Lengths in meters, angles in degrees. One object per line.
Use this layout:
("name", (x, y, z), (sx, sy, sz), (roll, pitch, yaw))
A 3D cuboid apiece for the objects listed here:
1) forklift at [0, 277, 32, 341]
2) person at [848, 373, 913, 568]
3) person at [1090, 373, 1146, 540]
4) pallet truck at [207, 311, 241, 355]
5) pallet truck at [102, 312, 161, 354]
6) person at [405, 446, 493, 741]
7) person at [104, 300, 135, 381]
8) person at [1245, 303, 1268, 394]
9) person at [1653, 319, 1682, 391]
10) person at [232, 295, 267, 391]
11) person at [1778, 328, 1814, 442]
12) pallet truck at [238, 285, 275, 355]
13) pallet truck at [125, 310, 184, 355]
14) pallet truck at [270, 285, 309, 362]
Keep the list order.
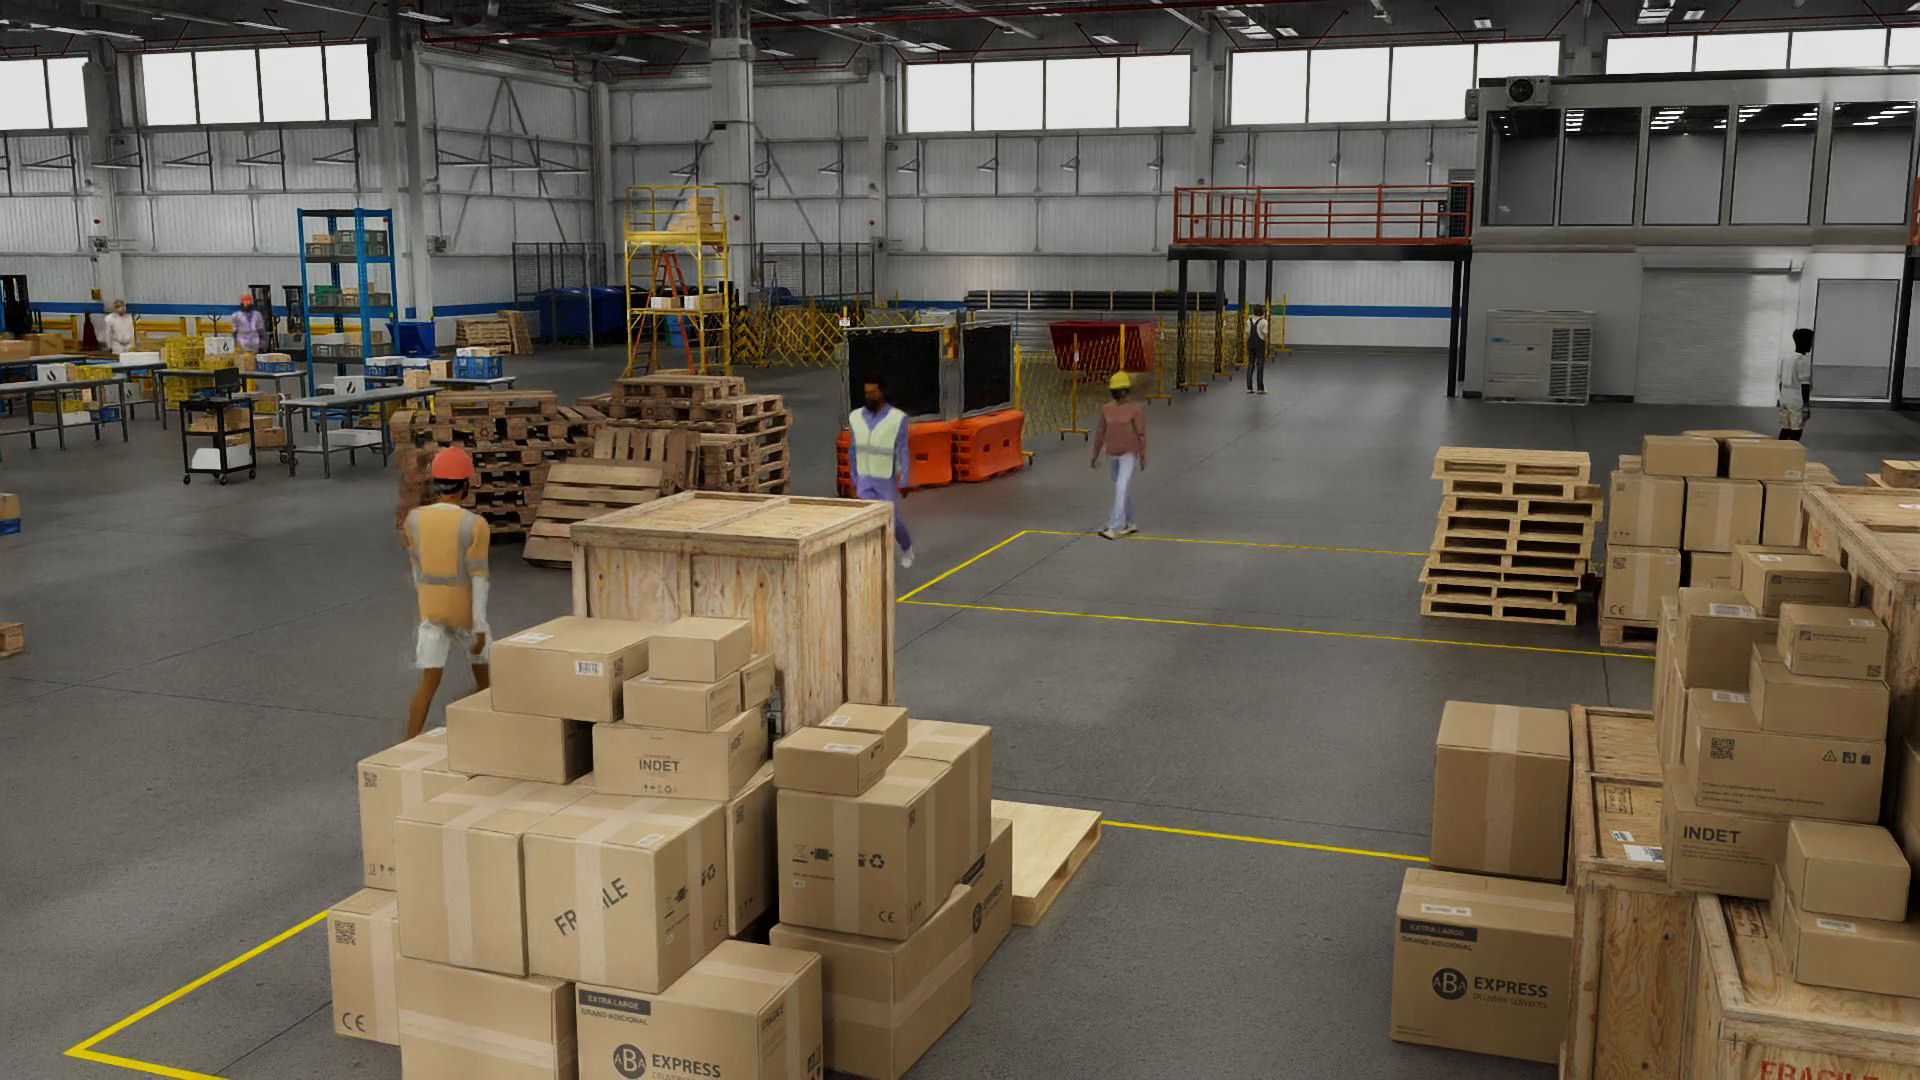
("forklift", (-27.151, -6.329, 46.328), (1.157, 1.987, 2.680), (3, 11, 17))
("person", (-0.710, -0.579, 15.121), (0.597, 1.896, 0.715), (5, 11, 24))
("person", (1.618, -0.860, 17.182), (0.541, 1.713, 0.922), (7, 13, 36))
("pallet truck", (-19.537, -5.575, 44.913), (0.653, 1.274, 1.630), (3, 11, 19))
("pallet truck", (-23.057, -5.777, 46.261), (0.680, 1.201, 1.601), (3, 11, 19))
("person", (-2.942, 0.407, 9.585), (0.546, 1.900, 0.999), (2, 10, 12))
("person", (-17.540, -4.066, 34.772), (0.457, 1.896, 0.660), (6, 12, 29))
("person", (6.053, -3.890, 33.898), (0.507, 1.845, 0.339), (9, 13, 40))
("person", (14.339, -3.907, 33.801), (0.642, 1.905, 0.399), (0, 10, -1))
("person", (-14.815, -4.105, 34.719), (0.626, 1.987, 1.036), (-8, 13, -37))
("person", (10.876, -1.775, 21.644), (0.368, 1.966, 0.600), (0, 10, -2))
("pallet truck", (-18.327, -5.835, 44.421), (0.823, 1.965, 1.885), (4, 11, 23))
("pallet truck", (-22.038, -5.665, 45.457), (0.704, 1.261, 1.522), (3, 11, 17))
("pallet truck", (-17.147, -5.700, 43.663), (0.823, 1.965, 1.885), (3, 11, 17))
